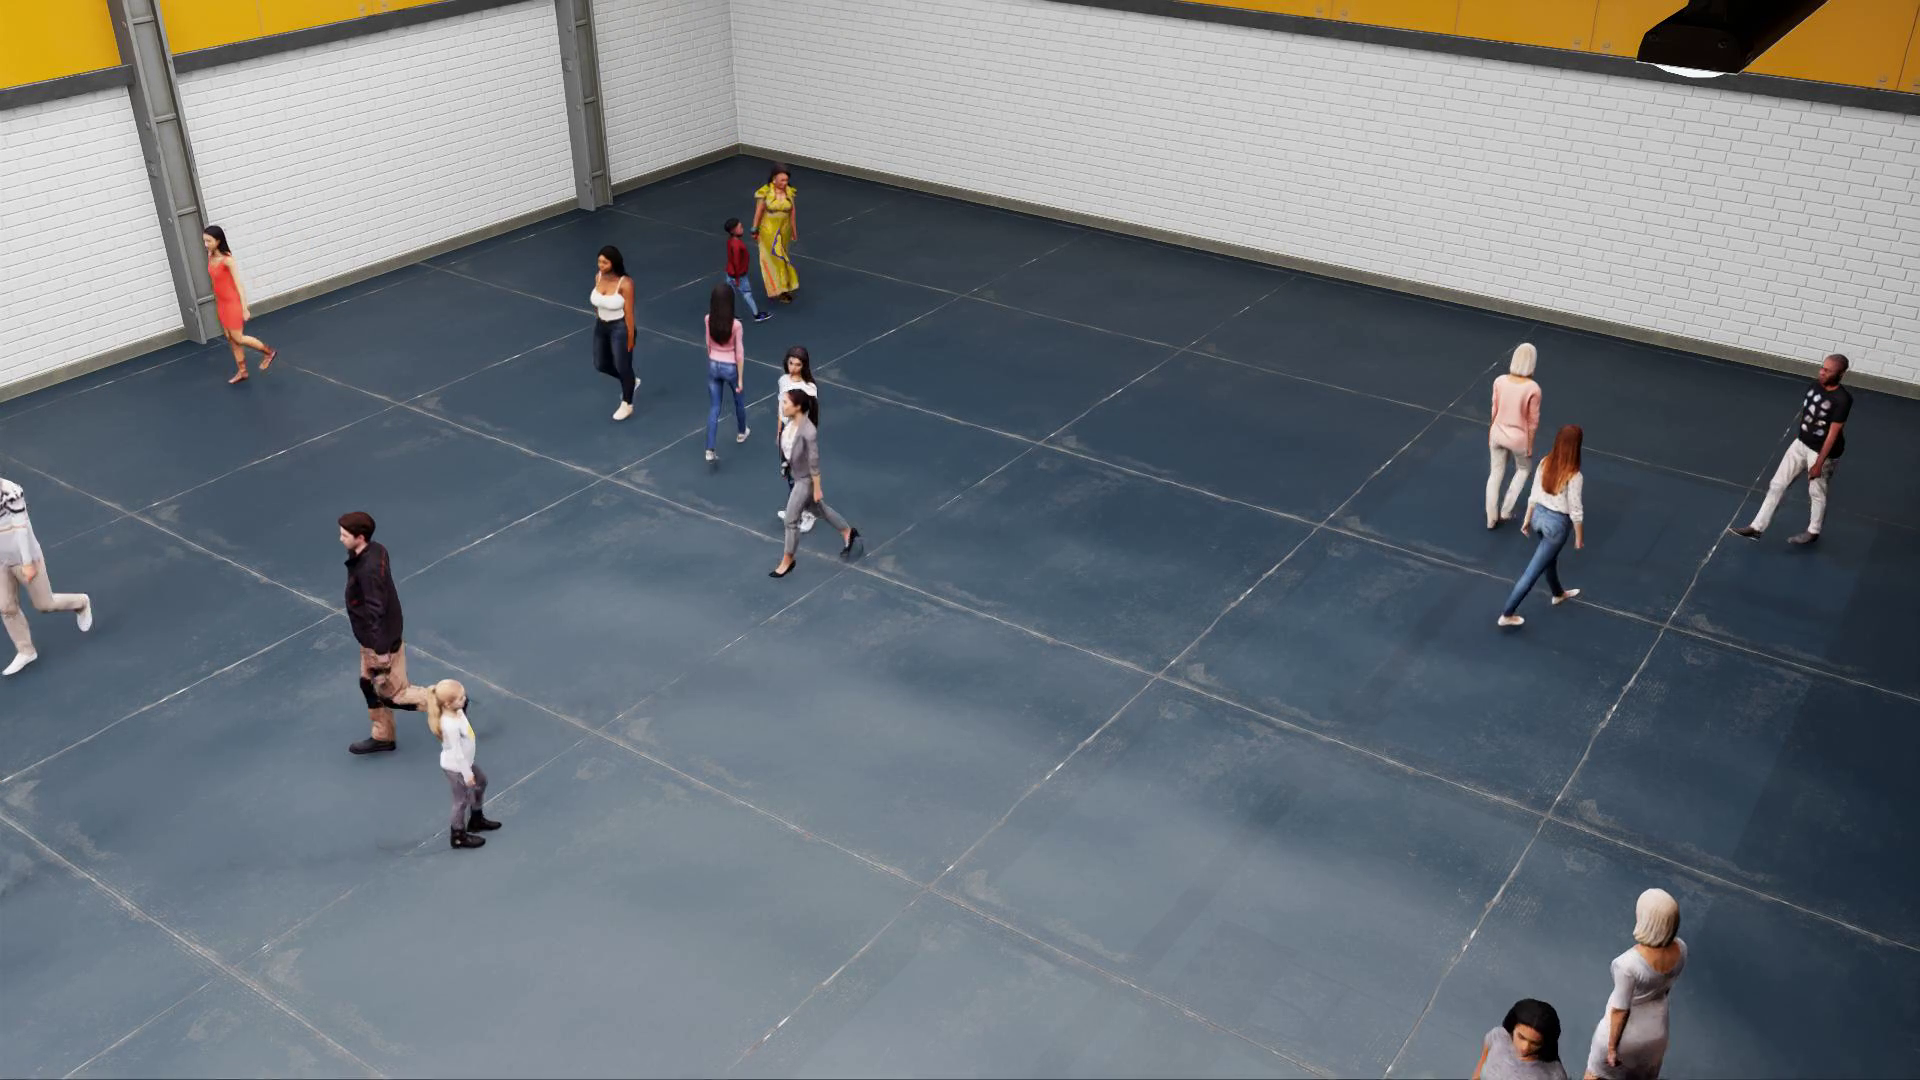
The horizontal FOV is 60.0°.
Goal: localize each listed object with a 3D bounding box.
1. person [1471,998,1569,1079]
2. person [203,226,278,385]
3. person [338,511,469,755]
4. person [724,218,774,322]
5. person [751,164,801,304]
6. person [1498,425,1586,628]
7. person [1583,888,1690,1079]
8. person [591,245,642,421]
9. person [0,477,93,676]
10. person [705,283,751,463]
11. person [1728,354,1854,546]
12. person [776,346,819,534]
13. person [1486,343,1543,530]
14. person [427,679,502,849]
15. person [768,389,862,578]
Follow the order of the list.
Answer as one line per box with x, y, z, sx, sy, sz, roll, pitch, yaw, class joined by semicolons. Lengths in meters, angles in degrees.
2.588;2.772;7.744;0.911;1.766;0.763;-17;33;-28;person
-7.566;-2.490;17.457;0.588;1.703;0.773;19;34;31;person
-3.914;0.651;11.489;1.204;1.903;1.062;-10;30;-17;person
-2.601;-3.055;18.982;0.849;1.234;0.729;-11;31;-20;person
-2.226;-3.664;19.702;1.242;1.613;1.064;-18;33;-30;person
4.565;-0.069;13.042;1.215;1.680;0.982;-13;31;-22;person
3.423;2.501;8.282;1.016;1.727;1.001;-9;30;-16;person
-3.385;-2.110;16.662;0.642;1.797;0.744;18;33;29;person
-7.099;0.085;12.619;0.906;1.815;1.128;7;29;12;person
-2.272;-1.552;15.736;0.871;1.705;1.216;7;29;12;person
7.373;-0.744;14.180;1.166;1.775;1.087;-6;29;-11;person
-1.402;-0.889;14.467;0.626;1.755;0.770;-21;35;-33;person
4.757;-0.865;14.464;0.630;1.716;0.623;22;36;35;person
-3.289;1.447;10.693;0.687;1.268;0.632;-7;29;-13;person
-1.210;-0.490;13.856;1.193;1.640;0.976;-12;31;-21;person
